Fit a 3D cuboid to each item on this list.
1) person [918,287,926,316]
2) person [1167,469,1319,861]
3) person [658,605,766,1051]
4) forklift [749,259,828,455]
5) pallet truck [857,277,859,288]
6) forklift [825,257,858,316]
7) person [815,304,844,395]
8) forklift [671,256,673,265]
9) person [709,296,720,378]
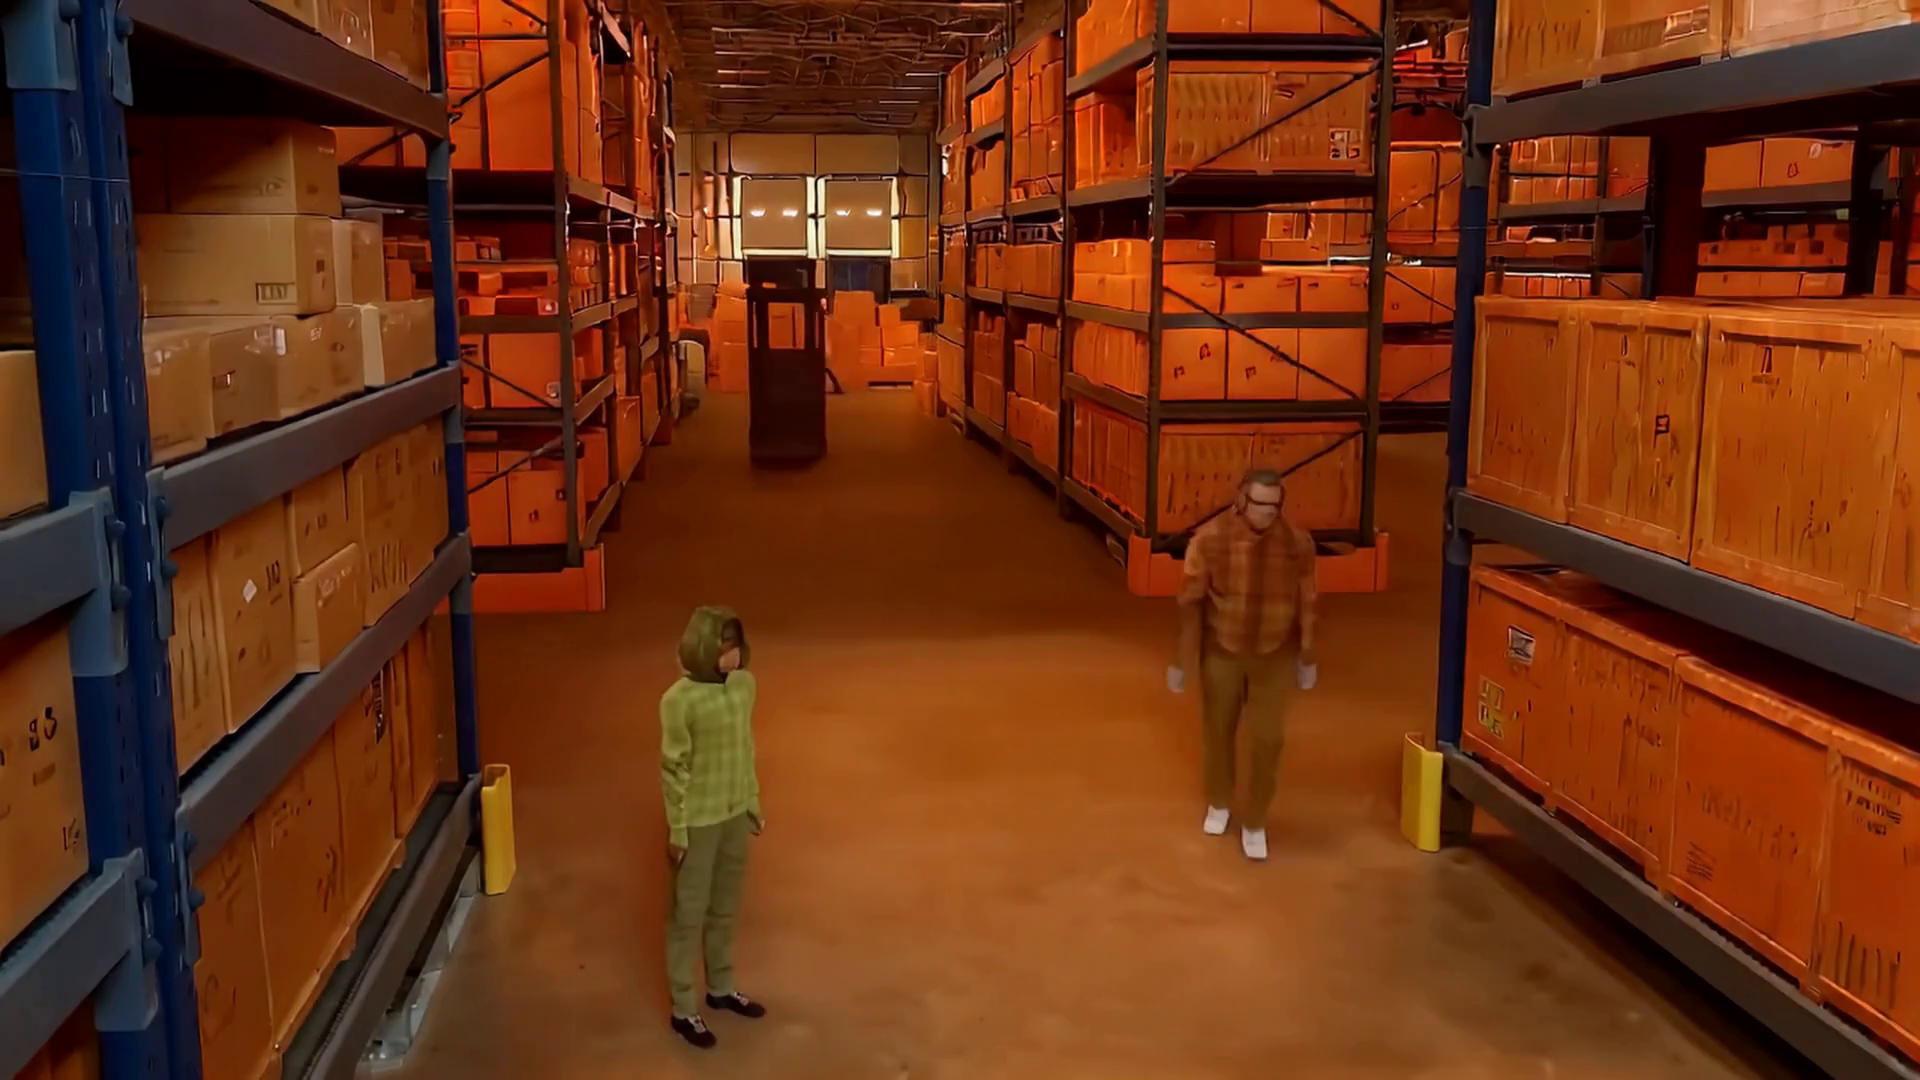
[{"bbox_3d":[-1.516,-8.795,63.280,0.727,1.664,0.547,-2,10,-12],"label":"person"},{"bbox_3d":[1.377,0.592,8.046,0.715,1.863,0.826,1,10,7],"label":"person"},{"bbox_3d":[-0.909,1.037,6.153,0.269,1.632,0.504,6,11,31],"label":"person"},{"bbox_3d":[-2.555,-2.728,24.447,1.129,2.768,1.873,-1,10,-7],"label":"forklift"},{"bbox_3d":[-3.782,-9.391,65.808,1.885,1.965,0.823,2,10,10],"label":"pallet truck"},{"bbox_3d":[-3.425,-6.810,48.214,1.129,2.768,1.873,-3,10,-16],"label":"forklift"},{"bbox_3d":[-2.841,-3.891,34.107,0.978,1.895,0.561,-2,10,-10],"label":"person"},{"bbox_3d":[-11.044,-9.144,61.803,1.129,2.768,1.873,-1,10,-7],"label":"forklift"},{"bbox_3d":[-5.668,-4.783,39.196,0.663,1.924,0.644,-3,10,-18],"label":"person"}]
